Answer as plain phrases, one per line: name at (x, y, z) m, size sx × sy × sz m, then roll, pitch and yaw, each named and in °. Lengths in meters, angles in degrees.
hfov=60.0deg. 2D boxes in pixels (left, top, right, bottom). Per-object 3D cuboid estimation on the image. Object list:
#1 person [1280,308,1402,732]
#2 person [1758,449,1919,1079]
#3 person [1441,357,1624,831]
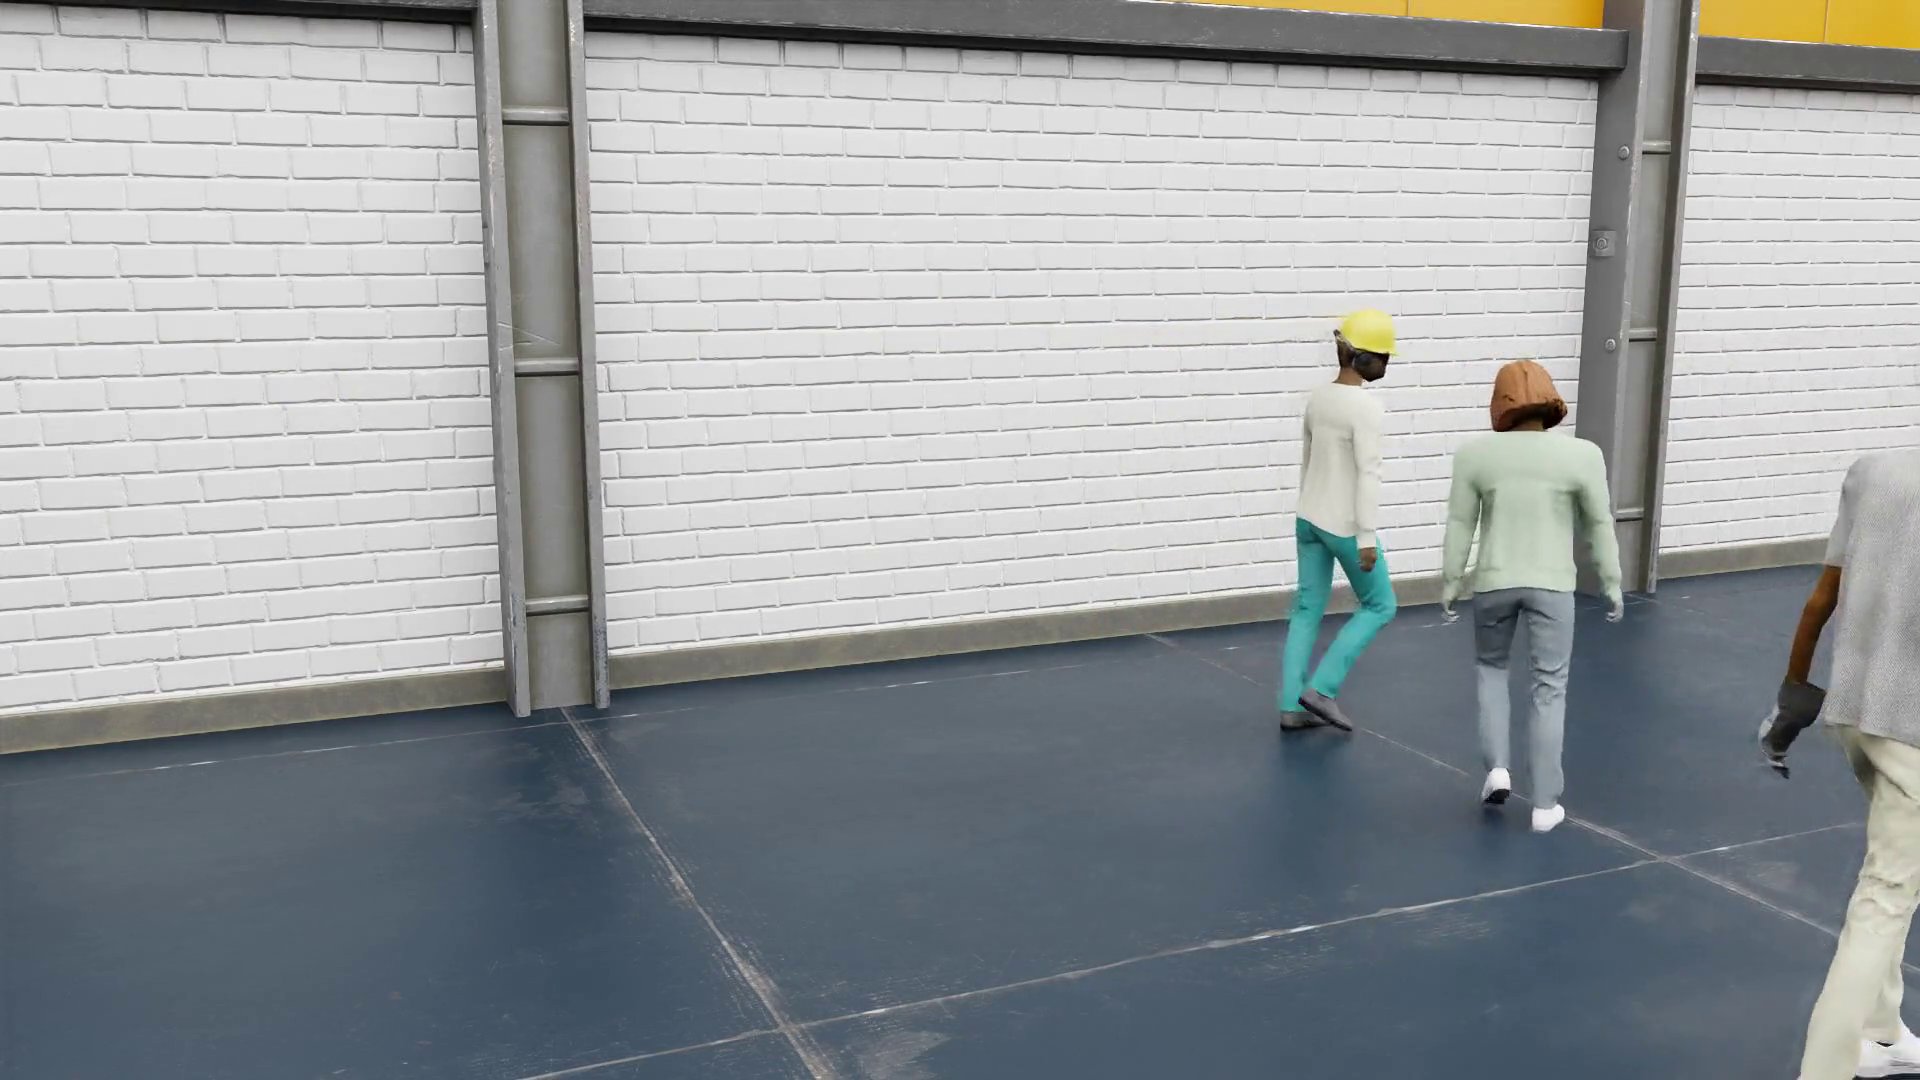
person at (1.519, -0.057, 6.711) m, size 0.432 × 1.738 × 0.629 m, roll -4°, pitch 11°, yaw -21°
person at (2.189, 0.434, 3.768) m, size 0.743 × 1.835 × 0.595 m, roll -3°, pitch 11°, yaw -14°
person at (1.977, 0.186, 5.751) m, size 0.603 × 1.613 × 0.385 m, roll 5°, pitch 12°, yaw 27°
